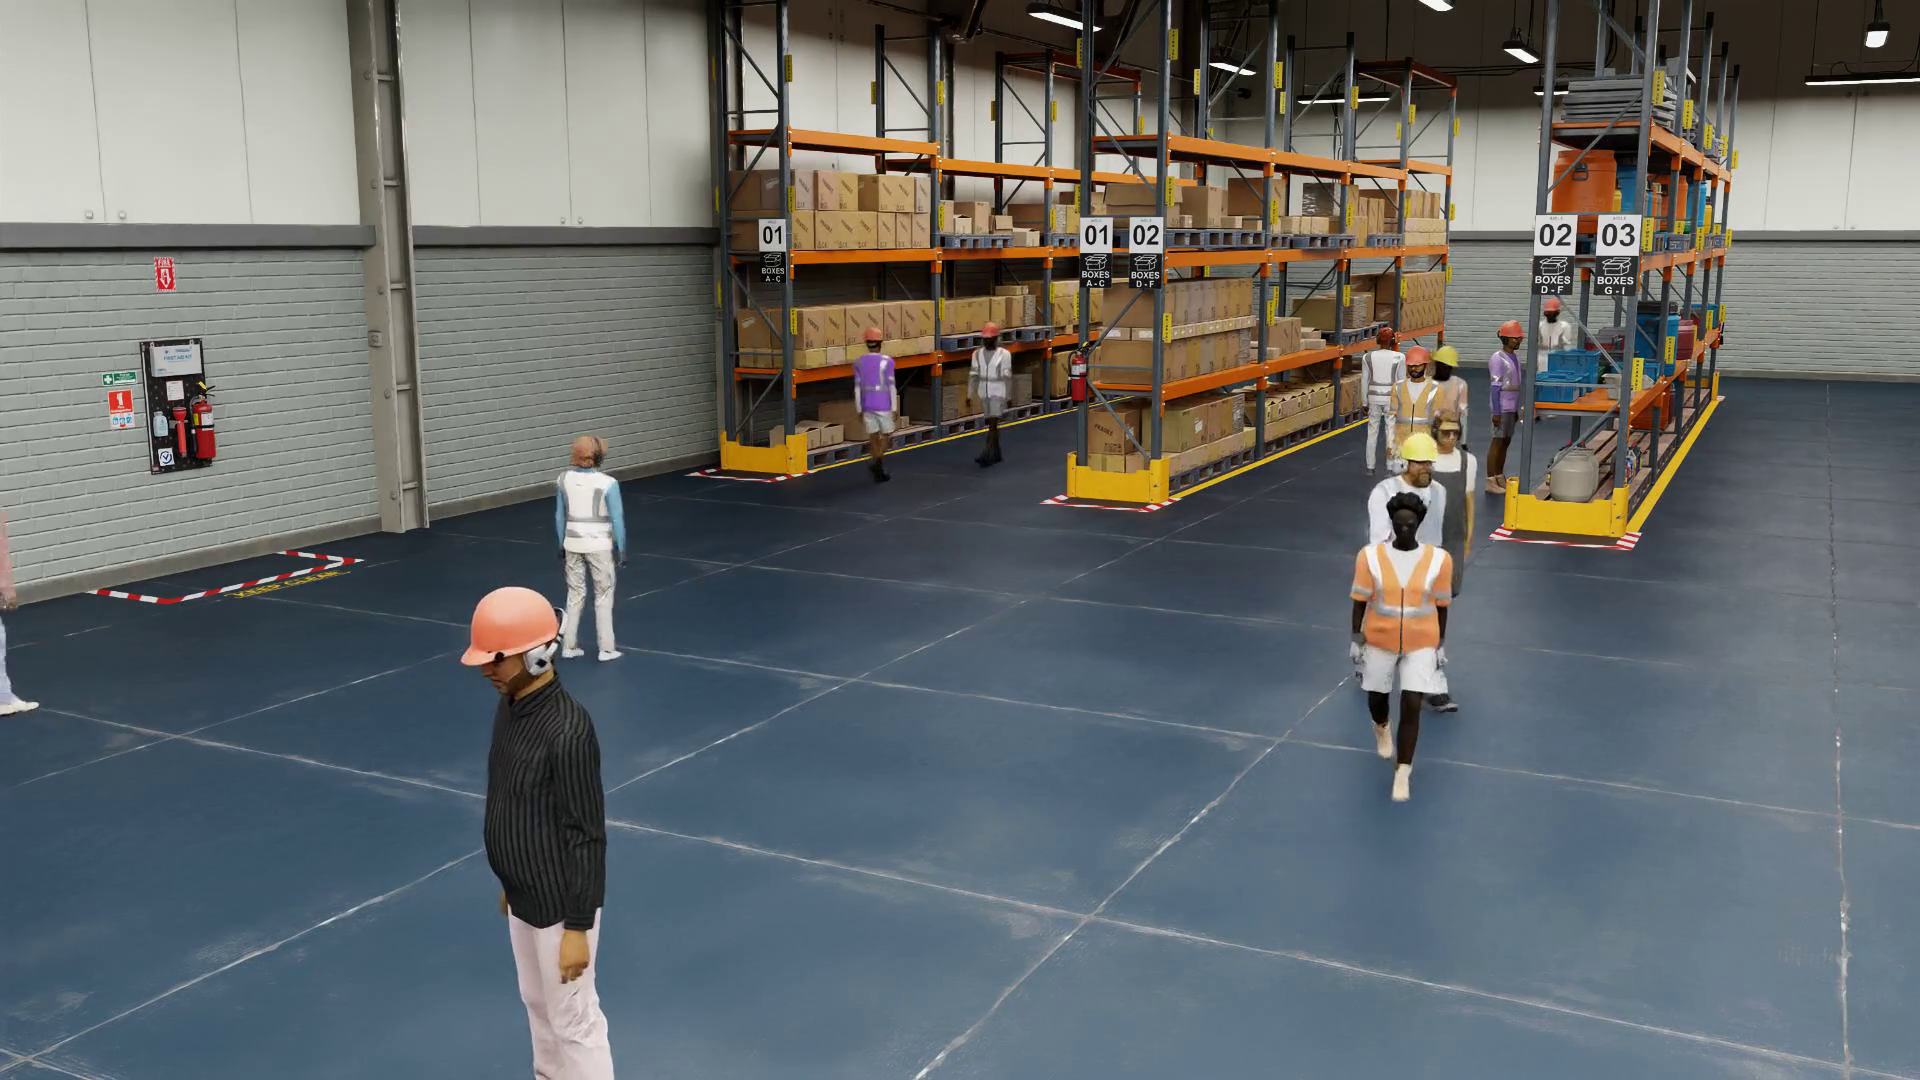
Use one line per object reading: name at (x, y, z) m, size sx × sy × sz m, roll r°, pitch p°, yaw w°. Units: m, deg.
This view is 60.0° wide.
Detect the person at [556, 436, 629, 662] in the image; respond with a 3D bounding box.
person at (-2.626, 0.076, 11.841) m, size 0.543 × 1.623 × 0.346 m, roll 4°, pitch 11°, yaw 20°

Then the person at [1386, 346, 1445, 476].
person at (4.560, -0.980, 16.715) m, size 0.551 × 1.937 × 0.357 m, roll 5°, pitch 12°, yaw 26°

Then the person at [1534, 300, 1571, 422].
person at (9.649, -2.929, 27.212) m, size 0.611 × 1.987 × 1.052 m, roll 5°, pitch 11°, yaw 25°

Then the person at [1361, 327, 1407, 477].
person at (5.343, -1.733, 20.972) m, size 0.575 × 1.882 × 0.355 m, roll 5°, pitch 12°, yaw 26°

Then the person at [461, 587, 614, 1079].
person at (-1.309, 1.111, 5.182) m, size 0.405 × 1.985 × 0.613 m, roll -7°, pitch 12°, yaw -33°

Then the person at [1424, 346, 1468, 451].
person at (4.908, -1.041, 17.145) m, size 0.681 × 1.892 × 0.757 m, roll 1°, pitch 10°, yaw 5°

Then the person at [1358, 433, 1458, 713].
person at (2.889, 0.196, 10.738) m, size 0.585 × 1.786 × 0.947 m, roll -3°, pitch 11°, yaw -17°

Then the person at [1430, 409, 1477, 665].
person at (3.419, -0.048, 11.961) m, size 0.502 × 1.828 × 0.634 m, roll 0°, pitch 10°, yaw -2°

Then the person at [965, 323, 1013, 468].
person at (0.368, -1.905, 21.885) m, size 0.568 × 1.880 × 0.993 m, roll 5°, pitch 12°, yaw 28°

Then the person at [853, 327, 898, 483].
person at (-1.037, -1.639, 20.363) m, size 0.582 × 1.913 × 0.544 m, roll 4°, pitch 11°, yaw 20°

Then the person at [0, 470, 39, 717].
person at (-6.134, 0.310, 10.231) m, size 0.516 × 1.732 × 0.772 m, roll 6°, pitch 12°, yaw 31°

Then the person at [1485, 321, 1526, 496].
person at (6.422, -1.550, 19.530) m, size 0.373 × 2.042 × 0.614 m, roll 8°, pitch 13°, yaw 38°

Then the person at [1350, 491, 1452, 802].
person at (2.415, 0.541, 9.145) m, size 0.535 × 1.673 × 0.685 m, roll 3°, pitch 11°, yaw 16°
